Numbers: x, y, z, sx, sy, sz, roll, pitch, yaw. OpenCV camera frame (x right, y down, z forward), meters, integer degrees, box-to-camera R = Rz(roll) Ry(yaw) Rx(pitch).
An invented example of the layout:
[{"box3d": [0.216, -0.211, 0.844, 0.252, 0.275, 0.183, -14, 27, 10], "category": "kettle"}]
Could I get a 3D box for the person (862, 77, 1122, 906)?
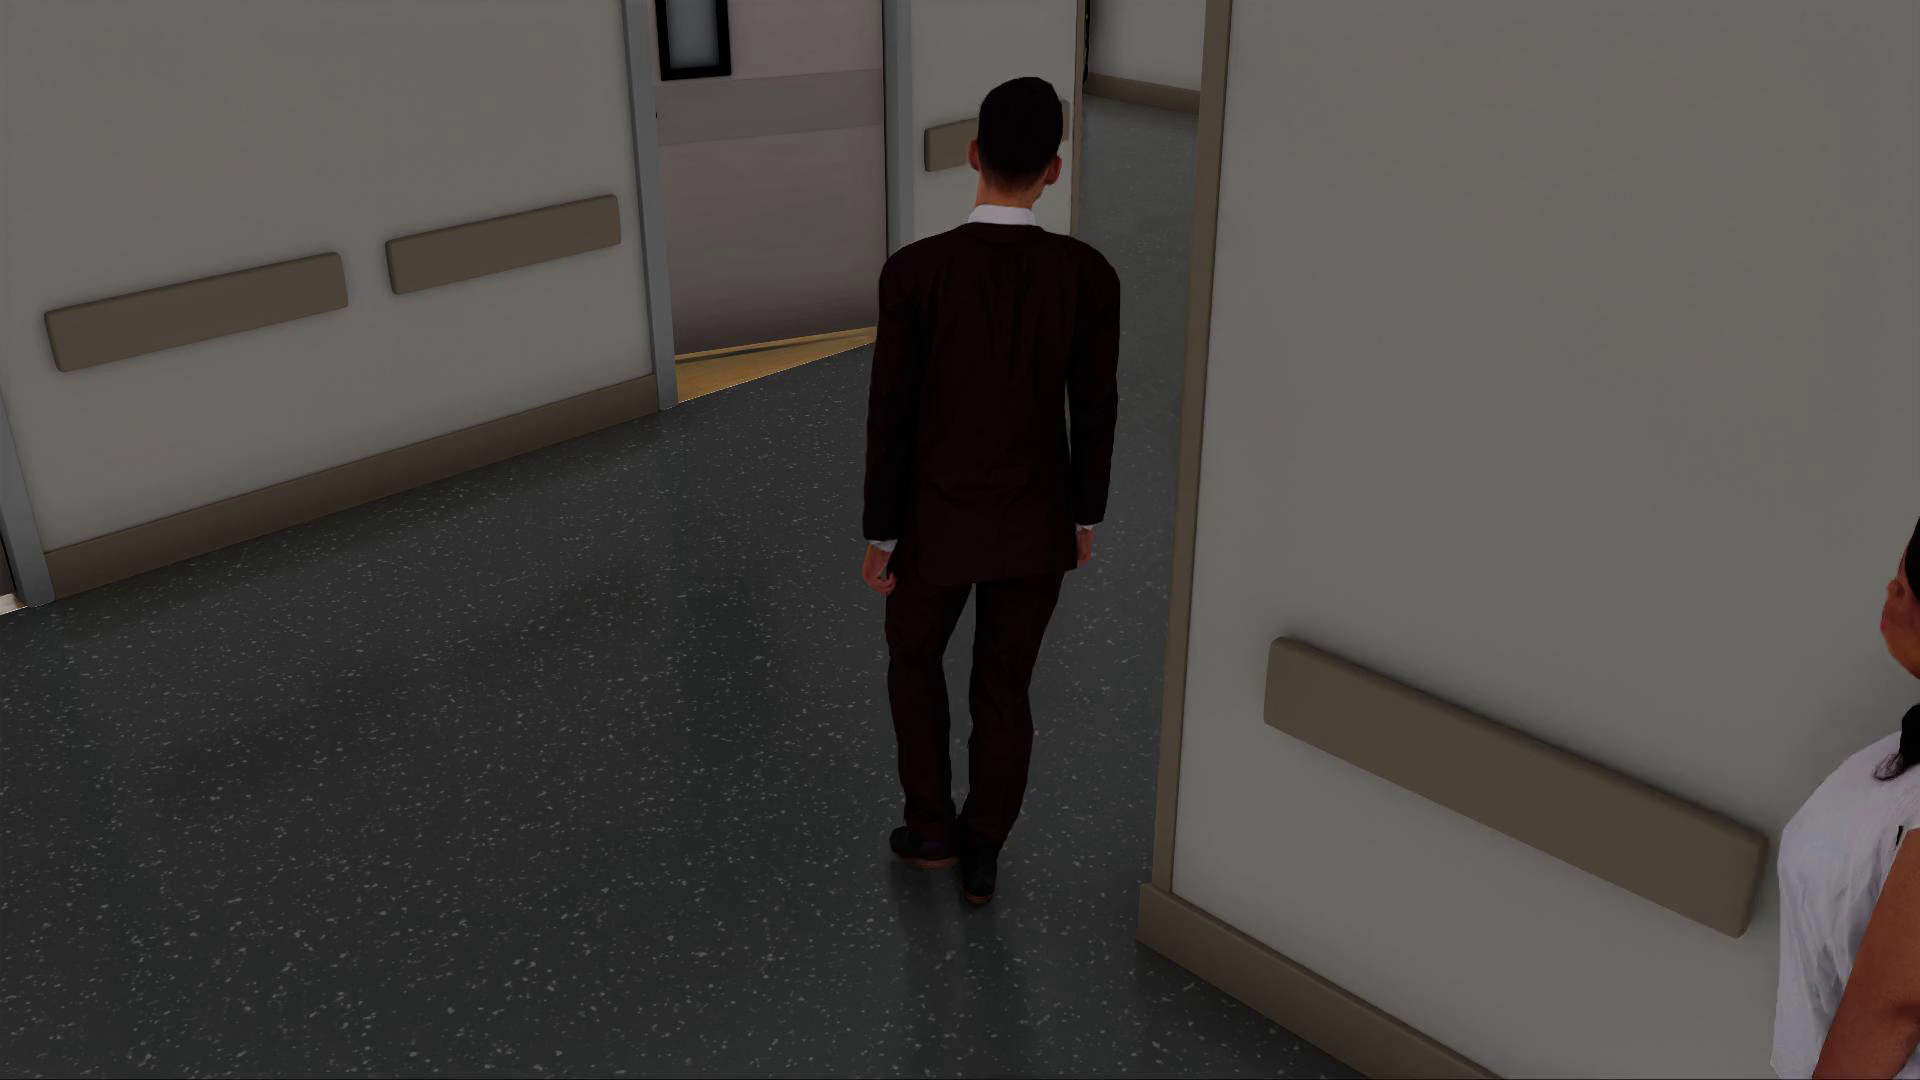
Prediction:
[{"box3d": [0.064, 0.002, 3.493, 0.784, 1.848, 0.869, -4, 26, -8], "category": "person"}]
